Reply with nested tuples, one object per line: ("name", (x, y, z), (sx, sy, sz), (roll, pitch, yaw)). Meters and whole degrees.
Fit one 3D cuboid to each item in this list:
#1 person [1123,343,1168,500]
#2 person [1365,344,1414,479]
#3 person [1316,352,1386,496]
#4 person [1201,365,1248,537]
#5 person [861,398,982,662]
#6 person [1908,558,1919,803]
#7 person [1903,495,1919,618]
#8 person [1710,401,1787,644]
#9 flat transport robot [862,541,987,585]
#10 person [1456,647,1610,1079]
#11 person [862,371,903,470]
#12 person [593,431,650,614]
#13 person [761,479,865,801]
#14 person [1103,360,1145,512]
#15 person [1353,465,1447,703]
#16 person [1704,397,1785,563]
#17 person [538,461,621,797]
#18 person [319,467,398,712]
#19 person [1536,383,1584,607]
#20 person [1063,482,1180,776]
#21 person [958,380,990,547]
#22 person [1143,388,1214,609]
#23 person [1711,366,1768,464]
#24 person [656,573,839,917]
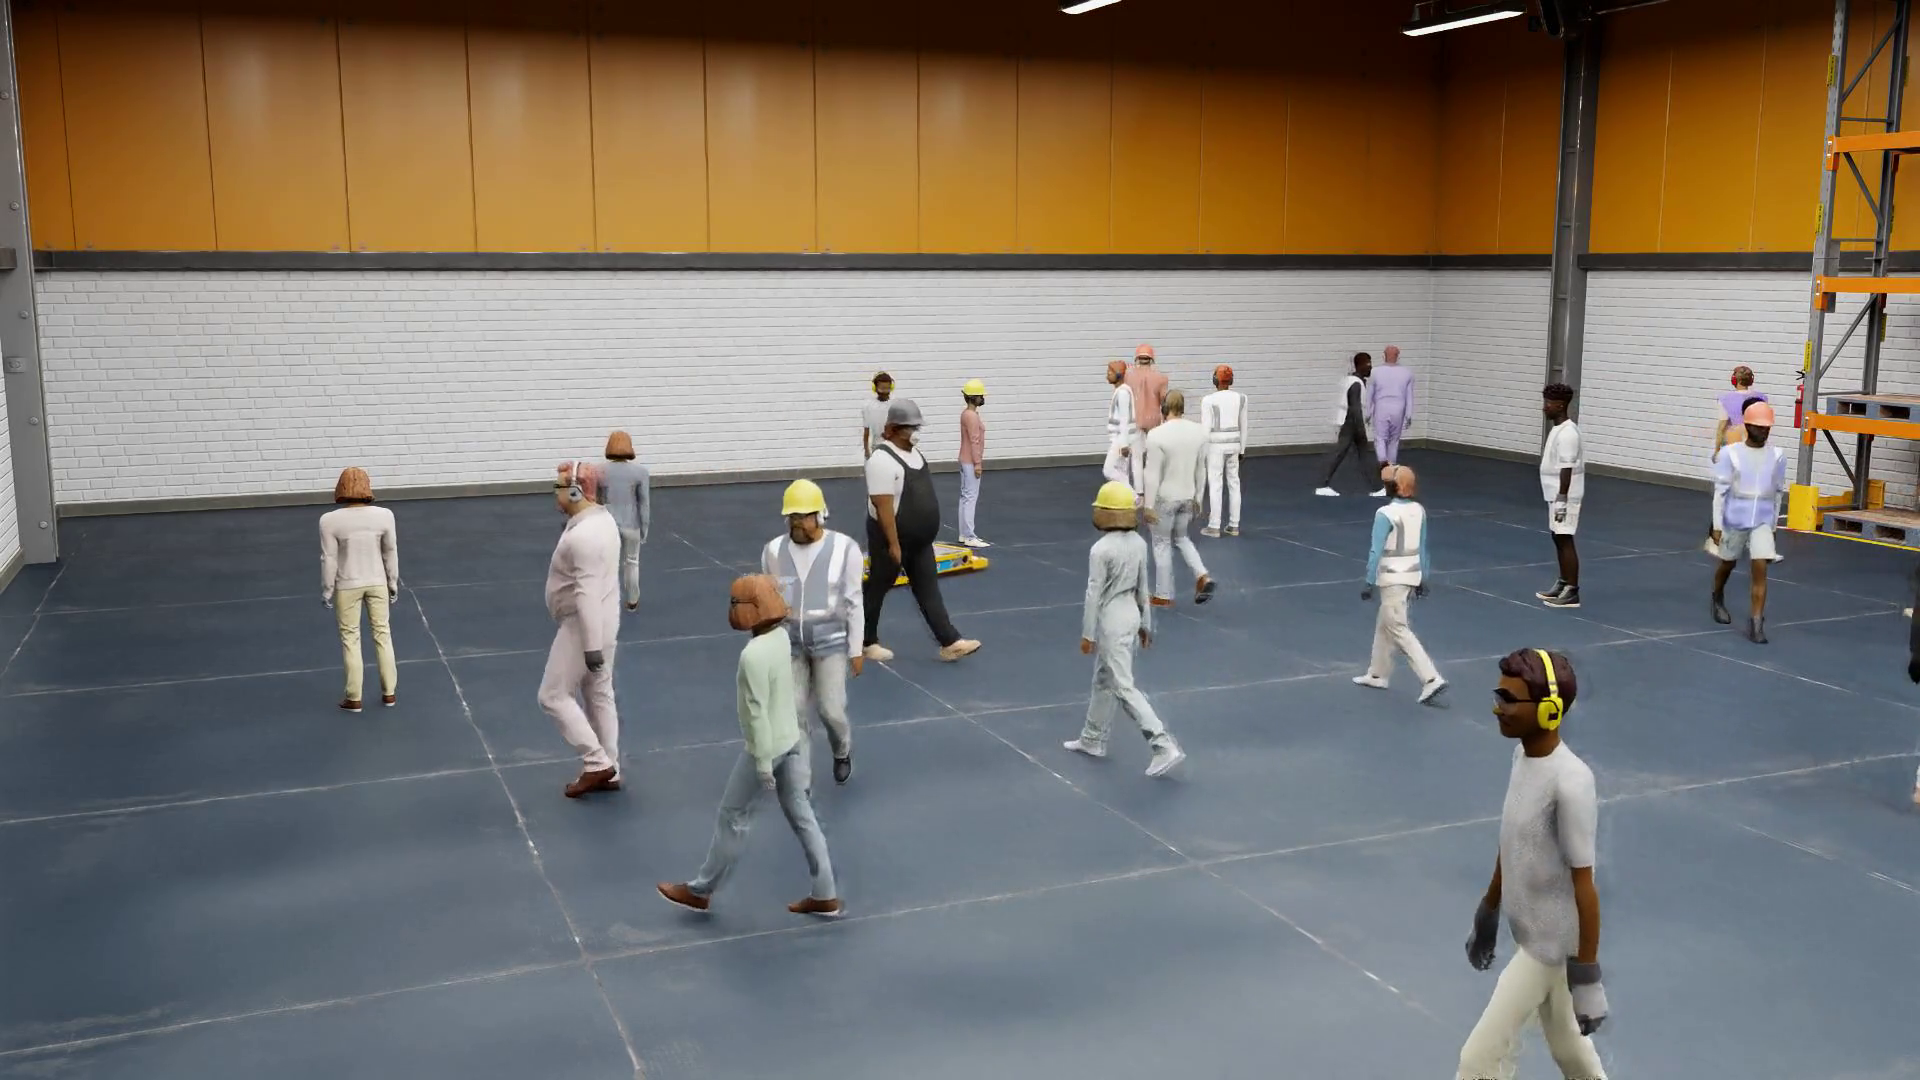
("person", (2.347, -1.504, 21.136), (0.646, 1.975, 0.672), (2, 10, 10))
("person", (5.926, -1.756, 22.966), (0.650, 1.884, 0.787), (1, 9, 6))
("person", (5.070, -1.471, 21.310), (1.021, 1.859, 0.611), (3, 10, 19))
("person", (2.872, -0.972, 18.207), (0.573, 1.883, 0.354), (-4, 10, -21))
("person", (-0.370, -0.077, 12.311), (1.018, 2.000, 0.696), (5, 10, 27))
("person", (5.410, 0.620, 8.776), (0.629, 1.807, 0.750), (-5, 11, -27))
("person", (8.241, -0.206, 13.737), (0.631, 1.830, 0.610), (-6, 11, -31))
("person", (6.325, -0.180, 13.397), (0.552, 1.905, 0.981), (1, 9, 9))
("flat transport robot", (-0.447, 0.212, 15.905), (0.652, 0.197, 1.431), (8, 12, 41))
("person", (1.671, 1.221, 5.080), (0.977, 1.820, 0.553), (1, 9, 7))
("person", (-0.776, -0.913, 17.973), (0.578, 1.838, 0.575), (-1, 9, -7))
("person", (-2.845, -0.114, 13.907), (0.515, 1.587, 0.875), (-2, 10, -9))
("person", (-0.811, 0.558, 9.147), (0.606, 1.815, 0.525), (2, 10, 11))
("person", (1.866, -1.162, 19.408), (0.423, 1.873, 0.590), (1, 9, 8))
("person", (3.045, 0.289, 11.383), (0.514, 1.611, 0.772), (-9, 13, -44))
("person", (7.887, -0.611, 16.715), (0.535, 1.653, 0.869), (-4, 10, -22))
("person", (-2.114, 0.500, 9.265), (0.445, 1.888, 0.657), (0, 9, 2))
("person", (-3.999, 0.327, 11.092), (0.509, 1.632, 0.266), (-7, 12, -37))
("person", (5.240, -0.397, 14.540), (0.399, 1.952, 0.619), (2, 10, 10))
("person", (0.969, 0.508, 9.788), (0.876, 1.708, 0.494), (8, 12, 40))
("person", (0.140, -0.808, 17.575), (0.312, 1.768, 0.522), (-2, 10, -11))
("person", (1.855, -0.337, 14.254), (0.632, 1.926, 0.561), (-7, 12, -37))
("person", (8.710, -1.017, 18.585), (0.563, 1.848, 0.390), (0, 9, -3))
("person", (-0.941, 0.939, 7.530), (0.857, 1.590, 0.510), (2, 10, 14))
